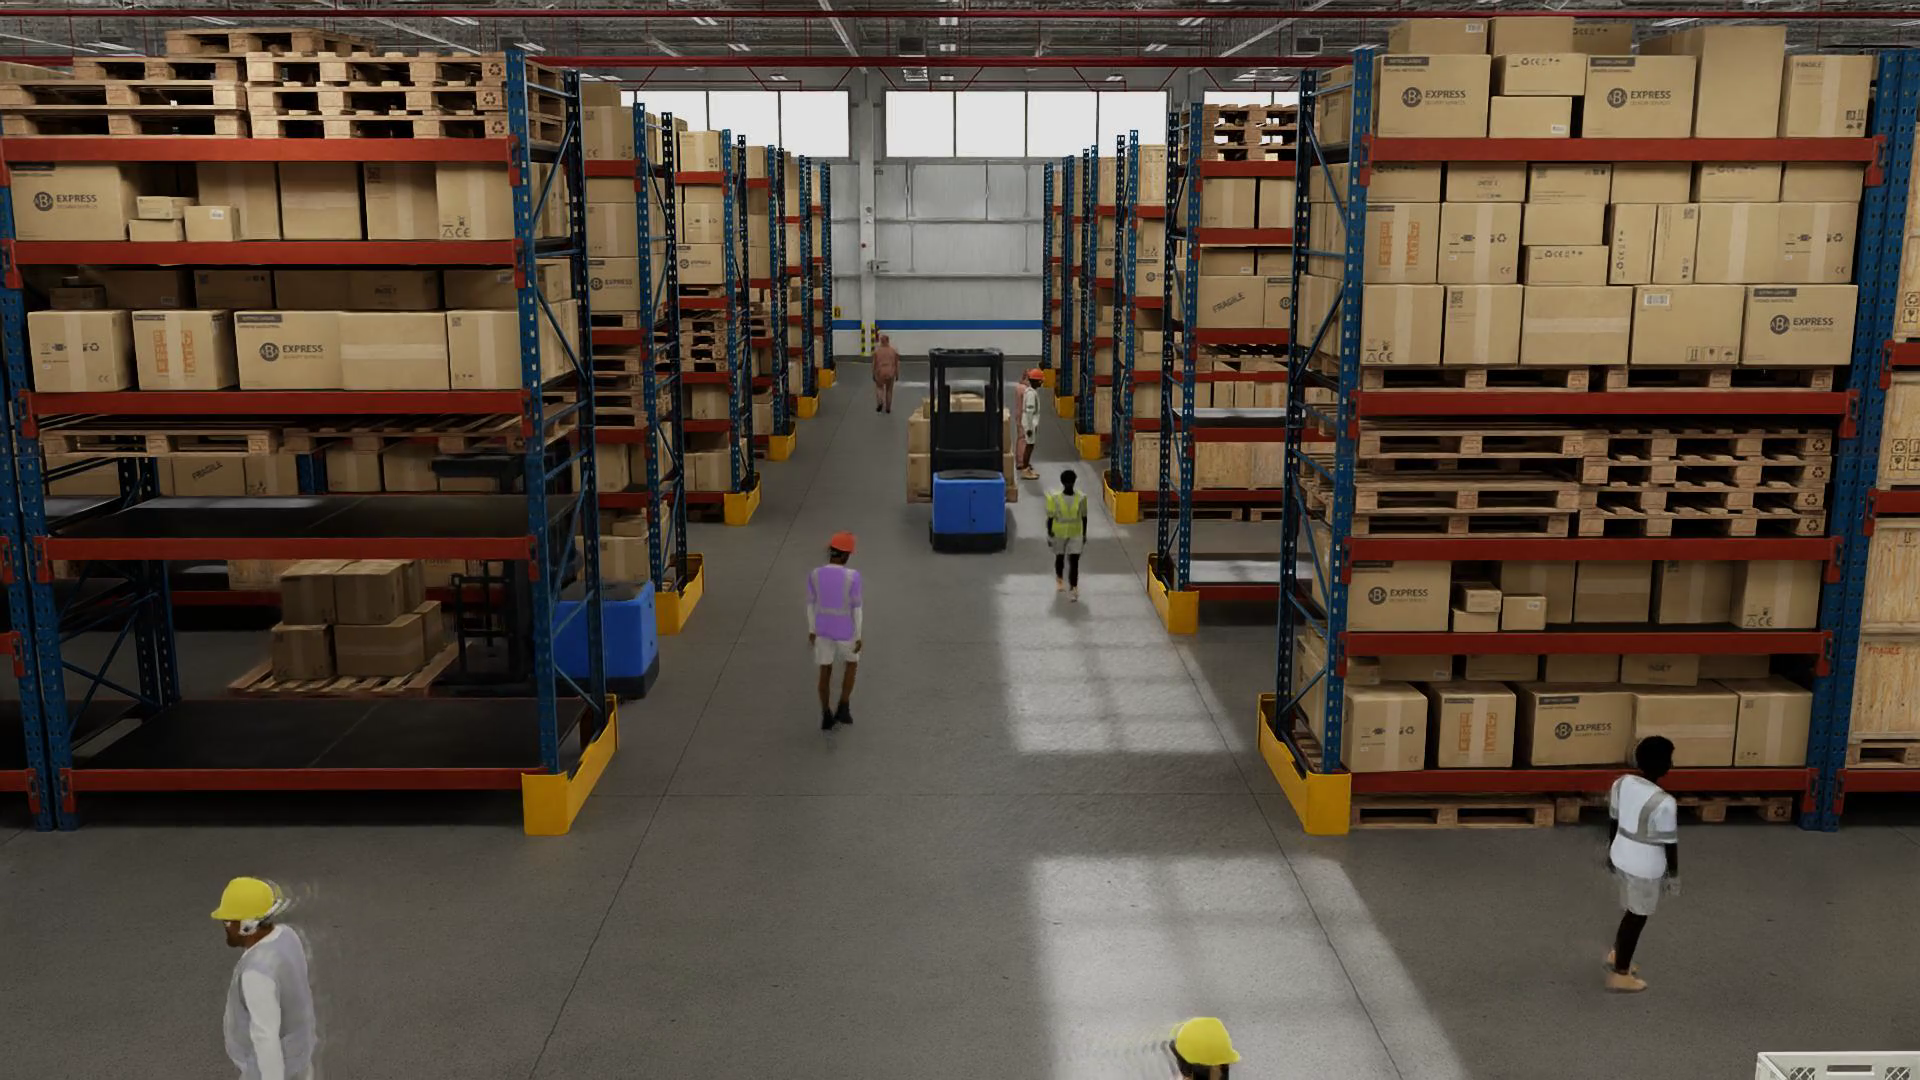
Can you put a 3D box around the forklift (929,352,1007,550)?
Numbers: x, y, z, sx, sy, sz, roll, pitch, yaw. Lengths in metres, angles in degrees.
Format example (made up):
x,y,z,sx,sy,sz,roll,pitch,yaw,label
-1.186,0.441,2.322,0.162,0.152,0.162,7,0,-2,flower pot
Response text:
x,y,z,sx,sy,sz,roll,pitch,yaw,label
0.109,-1.359,24.435,1.129,2.768,1.873,0,11,-2,forklift

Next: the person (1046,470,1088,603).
x,y,z,sx,sy,sz,roll,pitch,yaw,label
1.356,-0.090,21.185,0.543,1.663,0.864,-1,11,-3,person

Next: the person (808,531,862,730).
x,y,z,sx,sy,sz,roll,pitch,yaw,label
-1.188,0.864,15.844,0.582,1.903,0.438,3,12,15,person

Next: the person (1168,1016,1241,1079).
x,y,z,sx,sy,sz,roll,pitch,yaw,label
0.884,2.766,6.803,0.681,1.744,0.532,1,11,6,person

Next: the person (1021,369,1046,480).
x,y,z,sx,sy,sz,roll,pitch,yaw,label
1.344,-2.102,30.260,0.444,2.030,0.607,1,11,6,person

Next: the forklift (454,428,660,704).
x,y,z,sx,sy,sz,roll,pitch,yaw,label
-4.091,0.181,16.805,1.873,2.768,1.129,0,11,-1,forklift

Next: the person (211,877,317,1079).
x,y,z,sx,sy,sz,roll,pitch,yaw,label
-3.452,2.490,8.052,0.852,1.795,0.626,-1,11,-6,person

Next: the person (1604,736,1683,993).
x,y,z,sx,sy,sz,roll,pitch,yaw,label
4.321,2.053,10.505,0.431,1.683,0.536,-2,12,-9,person

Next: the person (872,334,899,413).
x,y,z,sx,sy,sz,roll,pitch,yaw,label
-1.798,-4.009,40.031,0.659,1.890,0.469,-1,11,-7,person

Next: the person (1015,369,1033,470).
x,y,z,sx,sy,sz,roll,pitch,yaw,label
1.249,-2.284,31.490,0.396,1.900,0.635,-1,11,-4,person
